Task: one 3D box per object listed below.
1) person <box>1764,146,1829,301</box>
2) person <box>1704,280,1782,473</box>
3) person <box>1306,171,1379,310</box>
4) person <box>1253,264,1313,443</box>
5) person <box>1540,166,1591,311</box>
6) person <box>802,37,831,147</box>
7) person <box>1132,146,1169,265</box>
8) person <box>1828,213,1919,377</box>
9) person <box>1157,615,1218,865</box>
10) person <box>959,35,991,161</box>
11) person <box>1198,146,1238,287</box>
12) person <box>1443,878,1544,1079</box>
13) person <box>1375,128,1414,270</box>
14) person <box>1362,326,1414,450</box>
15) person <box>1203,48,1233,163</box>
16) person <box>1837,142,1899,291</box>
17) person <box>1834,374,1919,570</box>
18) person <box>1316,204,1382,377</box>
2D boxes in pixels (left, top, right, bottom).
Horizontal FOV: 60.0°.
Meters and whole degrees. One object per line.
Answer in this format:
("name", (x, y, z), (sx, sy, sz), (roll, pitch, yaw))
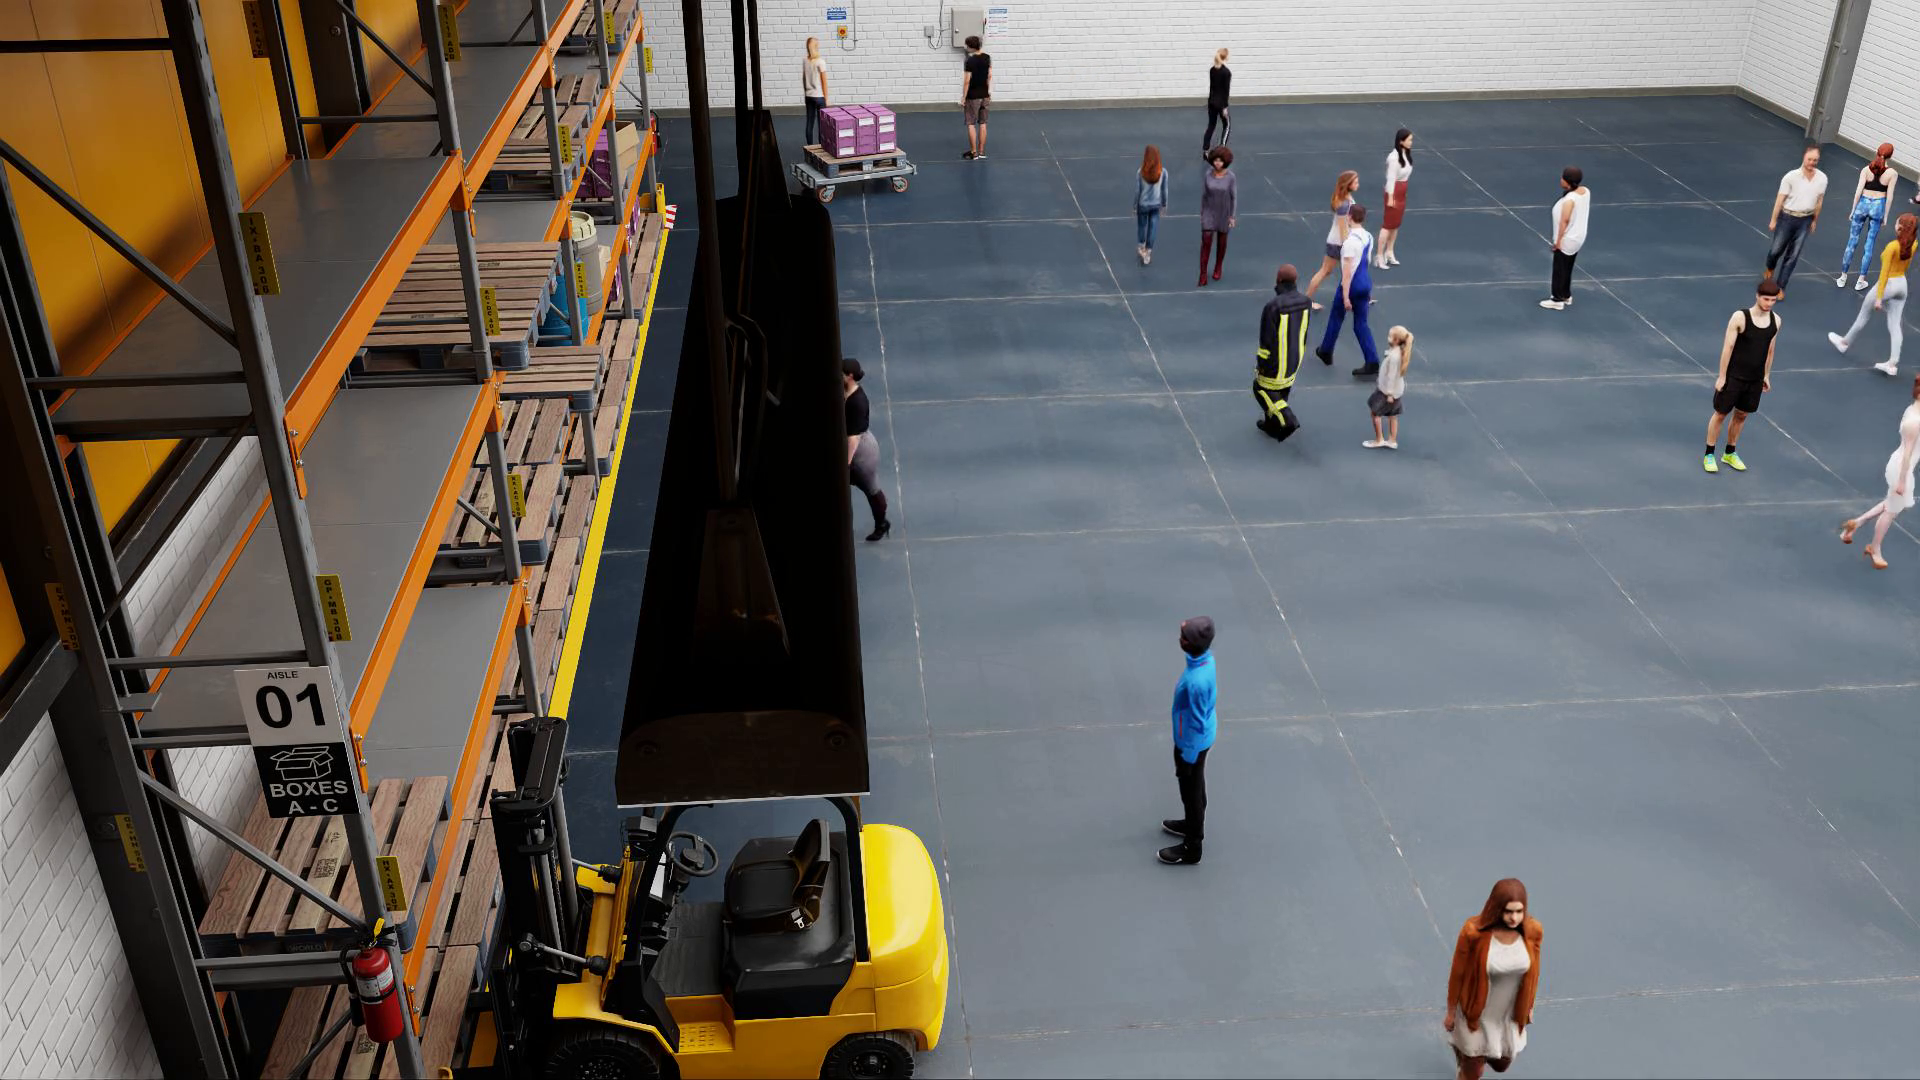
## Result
("person", (9.977, -3.828, 19.875), (0.888, 1.833, 1.055), (7, 29, 13))
("person", (7.370, -1.560, 15.658), (0.683, 1.891, 0.574), (-3, 29, -6))
("person", (4.311, -3.439, 19.331), (0.957, 1.671, 1.092), (10, 30, 17))
("person", (3.179, -1.786, 16.157), (0.957, 1.808, 1.086), (-15, 32, -26))
("person", (7.125, -3.553, 19.530), (0.823, 1.681, 0.769), (24, 37, 37))
("person", (-2.183, -6.653, 25.079), (0.663, 1.808, 0.708), (19, 34, 31))
("person", (2.390, -4.189, 20.925), (0.628, 1.462, 0.777), (0, 29, 0))
("person", (9.979, -2.581, 17.739), (0.763, 1.689, 1.216), (-8, 30, -15))
("person", (1.495, 1.265, 10.577), (0.736, 1.797, 0.566), (5, 29, 10))
("person", (0.248, -6.698, 25.119), (0.803, 1.849, 0.808), (-13, 31, -22))
("person", (3.161, -3.965, 20.285), (0.855, 1.681, 1.083), (8, 30, 15))
("person", (2.724, 2.376, 8.637), (0.613, 1.704, 0.855), (-2, 29, -4))
("person", (5.431, -4.267, 20.767), (0.727, 1.749, 0.663), (21, 35, 33))
("person", (4.239, -1.460, 16.128), (0.693, 1.264, 0.629), (13, 31, 23))
("person", (3.796, -6.469, 24.872), (0.873, 1.684, 0.817), (-20, 35, -32))
("person", (10.973, -3.916, 20.087), (0.686, 1.785, 0.734), (17, 33, 28))
("person", (7.788, -0.577, 13.969), (0.859, 1.782, 0.817), (17, 33, 28))
("person", (4.245, -2.608, 17.674), (1.019, 1.799, 1.225), (-24, 37, -37))
